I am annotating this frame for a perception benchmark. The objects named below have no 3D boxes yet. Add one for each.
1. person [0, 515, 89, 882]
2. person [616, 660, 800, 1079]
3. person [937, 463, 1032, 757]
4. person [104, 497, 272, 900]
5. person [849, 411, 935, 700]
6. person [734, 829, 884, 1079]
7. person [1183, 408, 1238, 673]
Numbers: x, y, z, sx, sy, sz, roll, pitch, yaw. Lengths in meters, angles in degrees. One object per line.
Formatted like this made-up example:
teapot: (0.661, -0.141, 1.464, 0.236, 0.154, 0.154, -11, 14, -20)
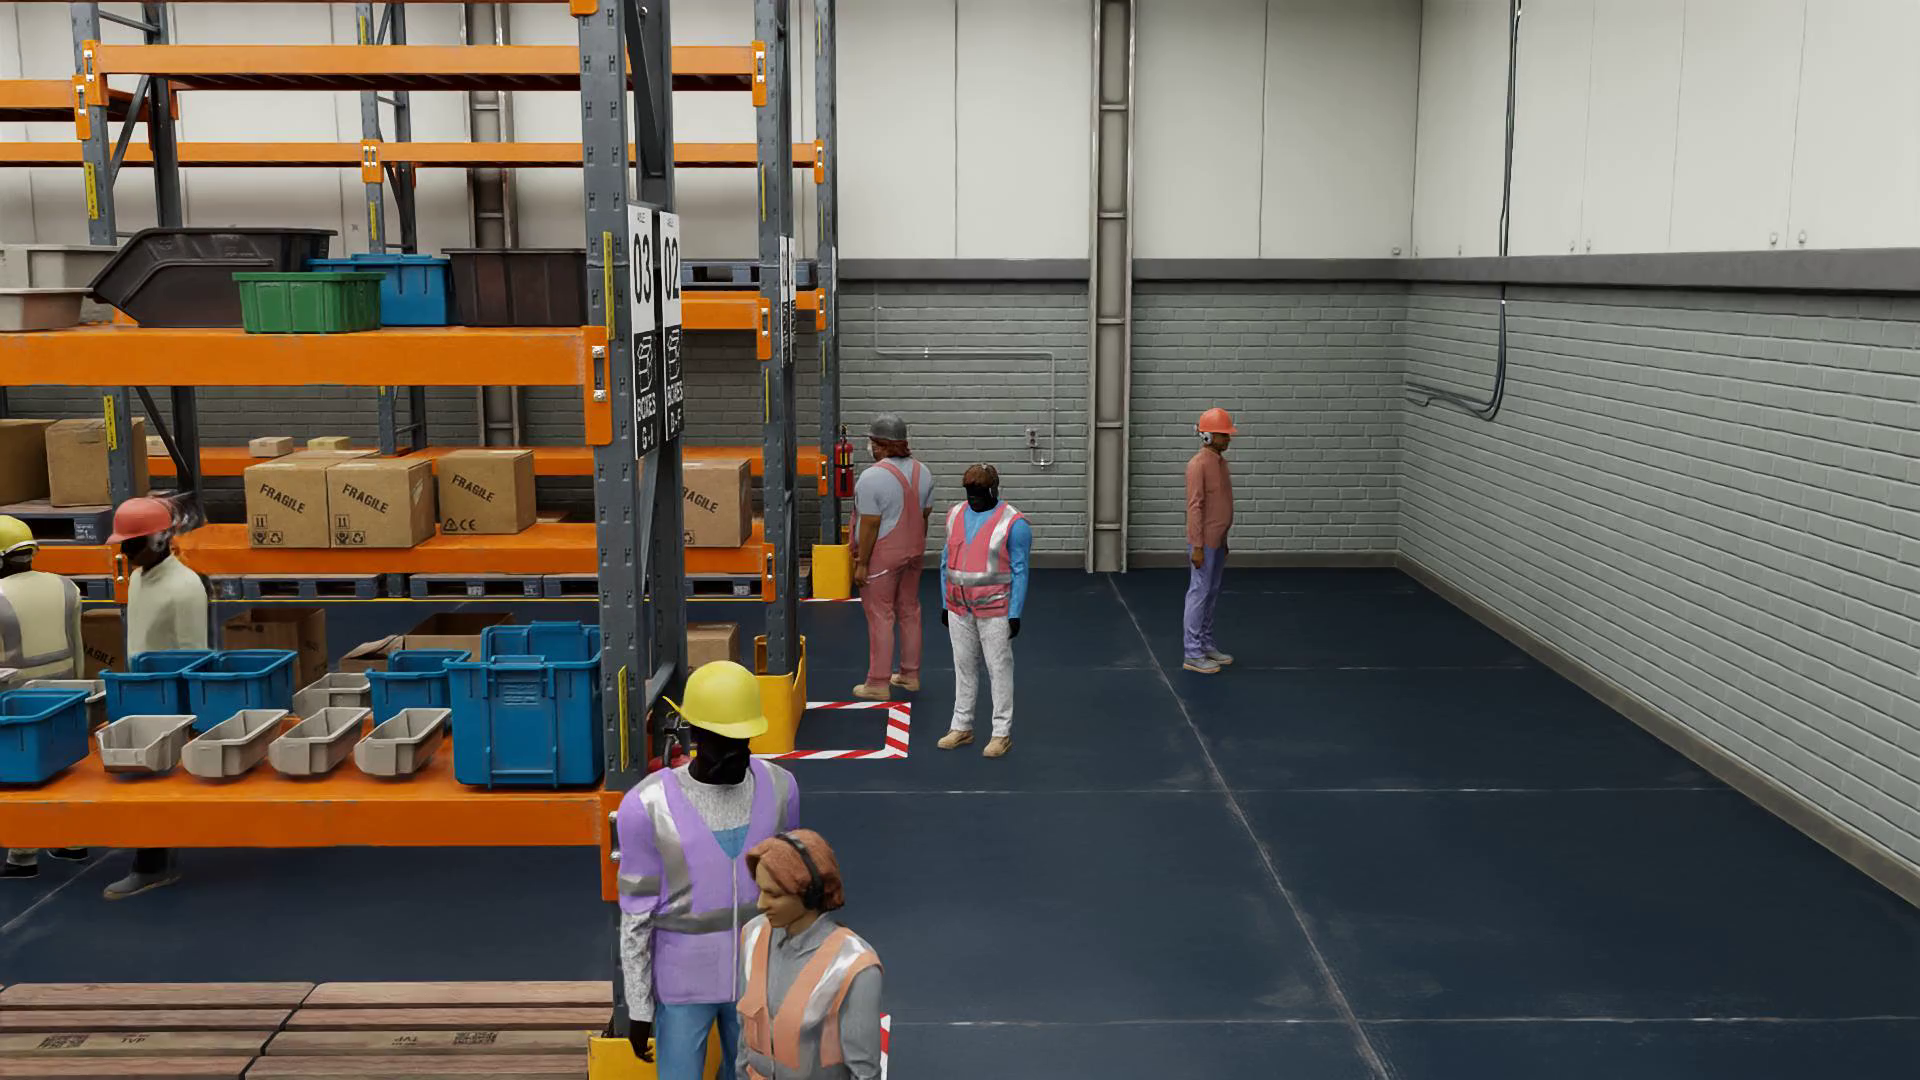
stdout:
person: (-4.657, 0.783, 8.302, 0.403, 1.824, 0.597, 4, 10, 24)
person: (-0.708, 1.287, 4.923, 0.591, 1.917, 0.395, -6, 11, -33)
person: (0.129, 0.432, 10.412, 0.623, 1.836, 0.429, 6, 11, 33)
person: (-3.796, 0.741, 8.178, 0.626, 1.956, 0.828, 7, 12, 38)
person: (-0.534, 0.101, 11.807, 0.539, 2.000, 0.689, 8, 12, 39)
person: (-0.388, 1.531, 4.299, 0.524, 1.632, 0.317, 8, 13, 42)
person: (1.898, -0.004, 12.588, 0.389, 1.992, 0.625, 5, 10, 28)
